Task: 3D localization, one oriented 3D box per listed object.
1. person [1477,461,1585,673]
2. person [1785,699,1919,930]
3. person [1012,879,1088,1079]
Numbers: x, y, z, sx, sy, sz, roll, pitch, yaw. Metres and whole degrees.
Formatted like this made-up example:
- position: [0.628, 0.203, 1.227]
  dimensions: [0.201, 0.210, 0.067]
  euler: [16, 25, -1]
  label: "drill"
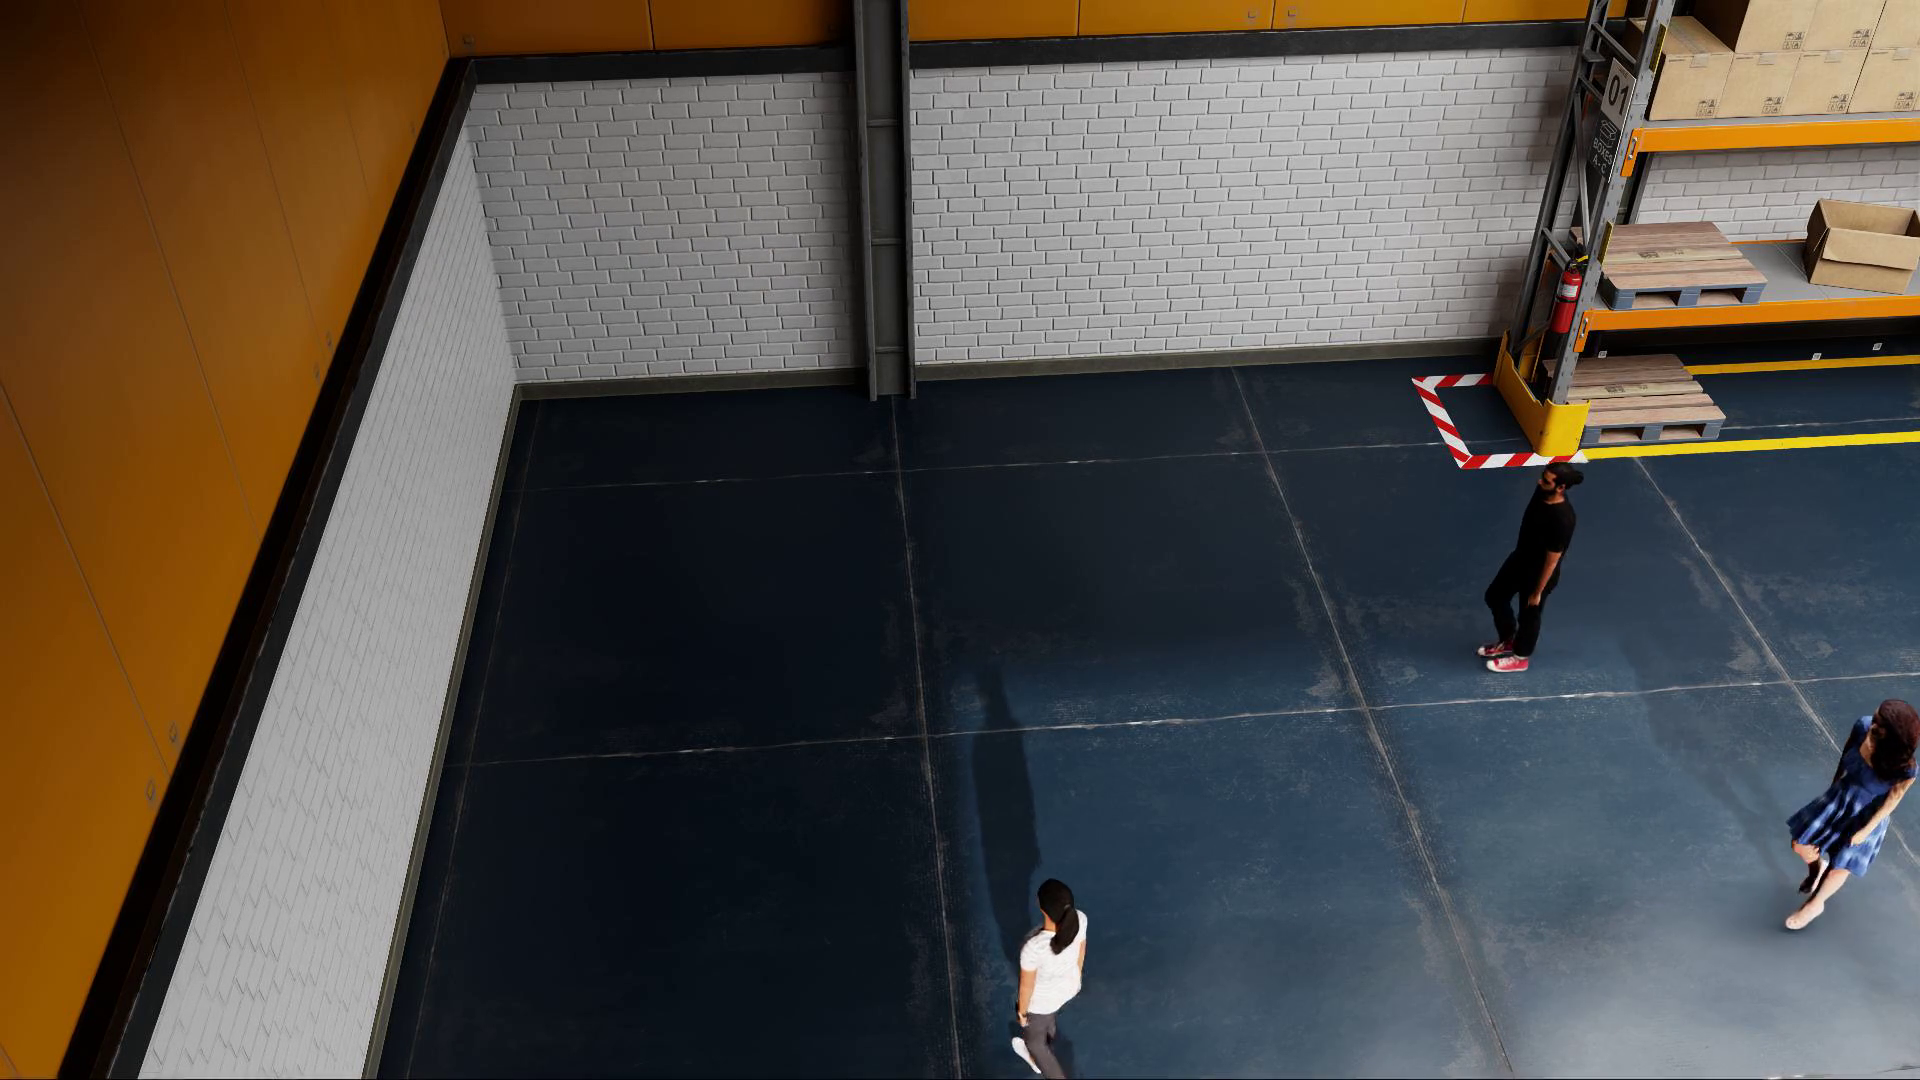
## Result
- position: [3.898, 0.189, 11.080]
  dimensions: [0.582, 1.753, 0.635]
  euler: [-3, 39, -4]
  label: "person"
- position: [5.061, 1.553, 9.338]
  dimensions: [0.809, 1.795, 0.752]
  euler: [-12, 40, -15]
  label: "person"
- position: [0.500, 2.349, 8.475]
  dimensions: [0.972, 1.629, 0.933]
  euler: [-25, 45, -28]
  label: "person"
